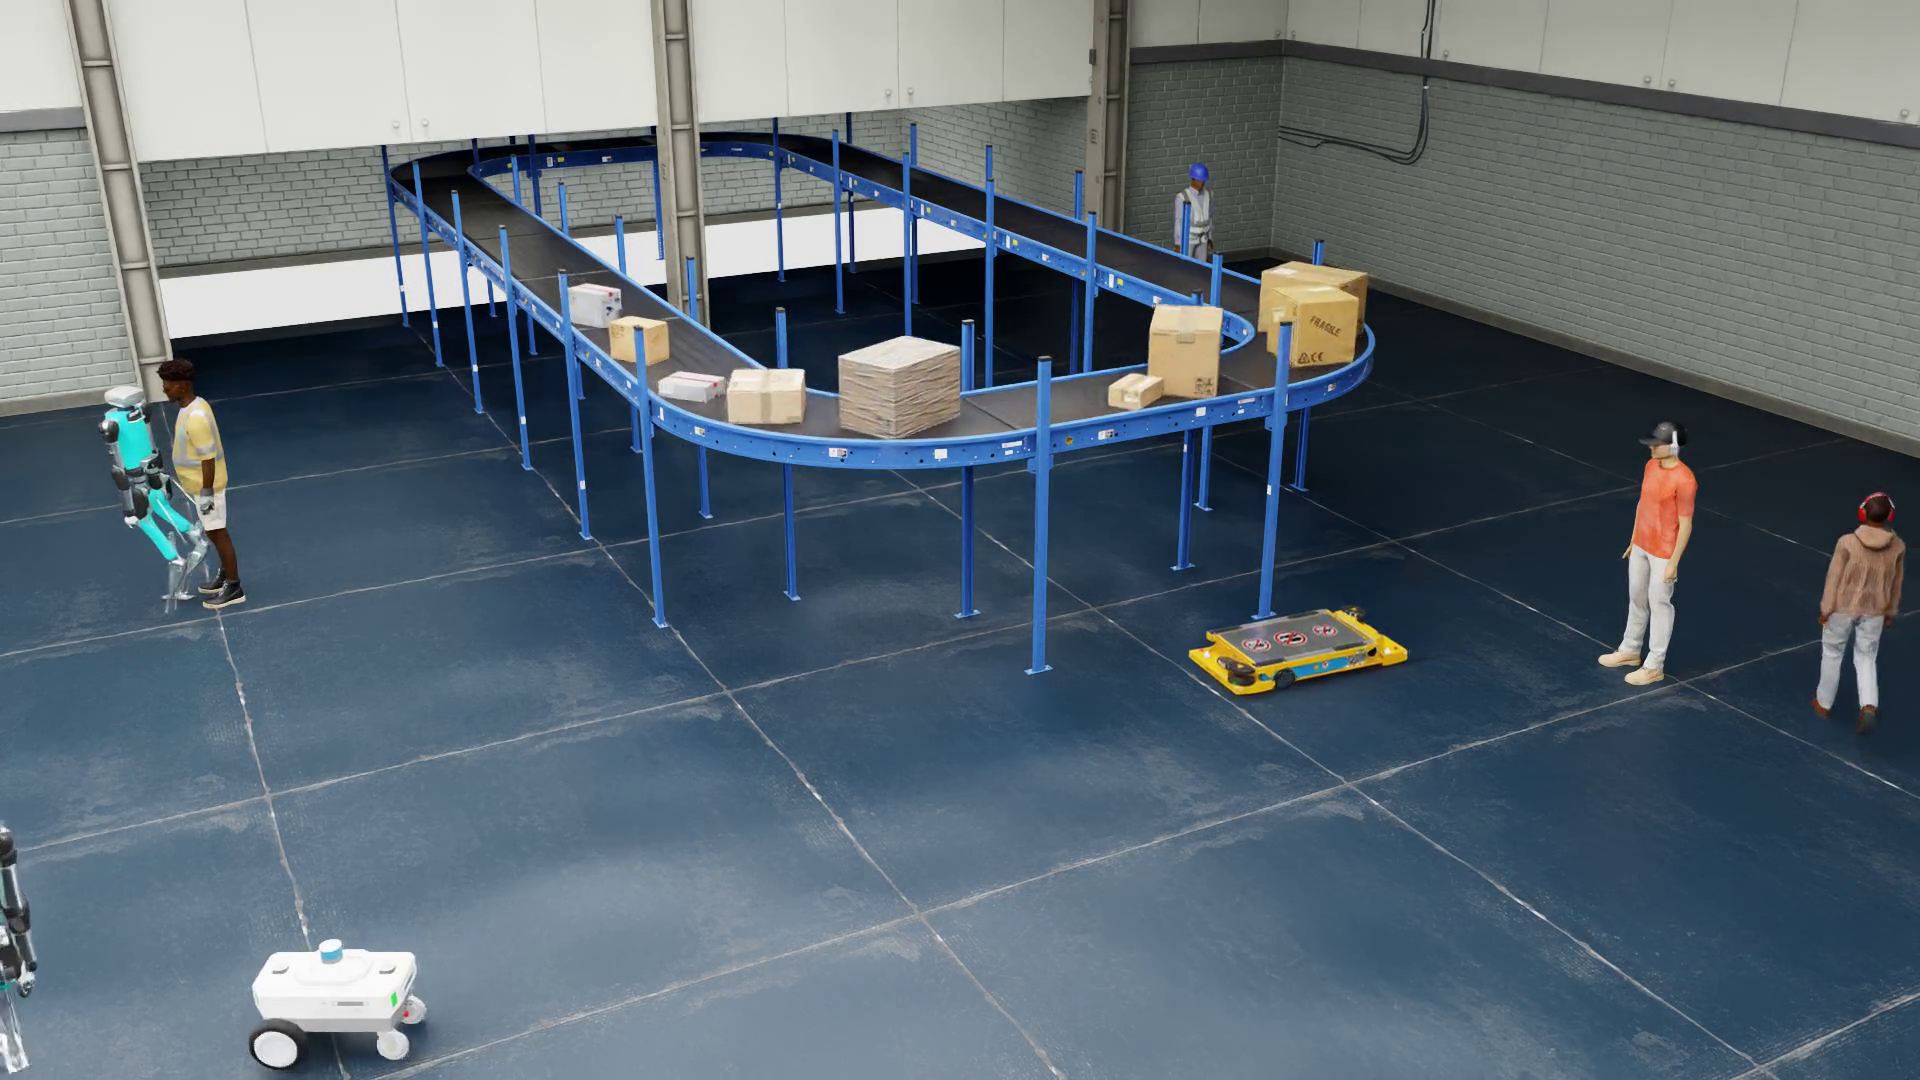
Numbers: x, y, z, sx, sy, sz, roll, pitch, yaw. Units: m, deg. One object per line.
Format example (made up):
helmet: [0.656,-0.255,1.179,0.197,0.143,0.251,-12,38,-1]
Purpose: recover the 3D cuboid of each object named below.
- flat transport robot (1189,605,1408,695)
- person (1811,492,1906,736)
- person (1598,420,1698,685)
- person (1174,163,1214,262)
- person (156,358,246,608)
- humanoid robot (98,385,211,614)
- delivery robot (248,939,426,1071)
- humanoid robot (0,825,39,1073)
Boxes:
flat transport robot: [2.429,0.786,11.932,1.431,0.231,0.659,-9,24,-21]
person: [5.868,0.489,10.838,0.472,1.637,0.607,5,22,11]
person: [4.771,0.081,11.490,0.413,1.909,0.480,-6,23,-14]
person: [2.963,-3.806,21.074,0.613,1.934,0.417,-14,26,-32]
person: [-5.789,-0.442,12.709,0.363,1.961,0.611,-11,24,-25]
humanoid robot: [-6.024,-0.258,12.646,0.661,1.864,0.540,3,22,6]
delivery robot: [-3.018,2.210,8.039,0.802,0.601,0.499,0,22,0]
humanoid robot: [-4.472,1.822,7.464,0.530,1.772,0.982,-16,27,-34]
